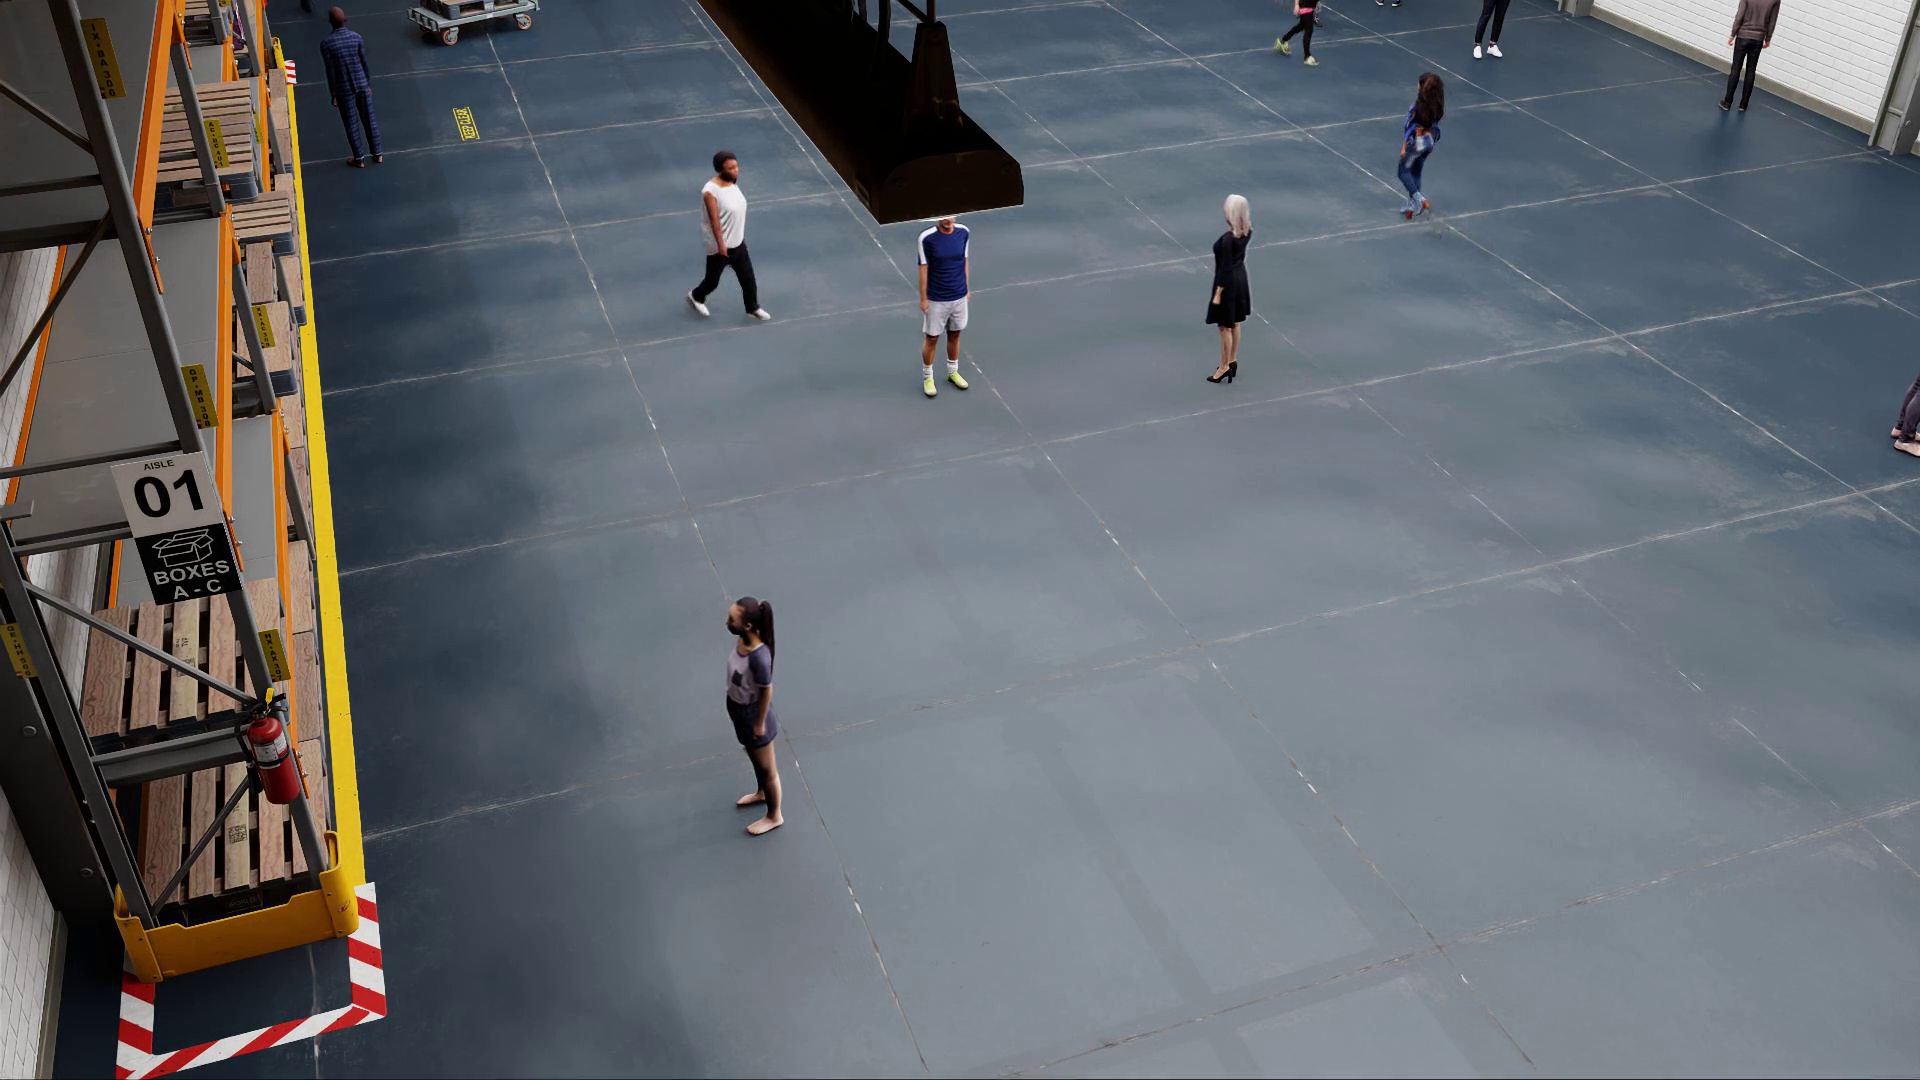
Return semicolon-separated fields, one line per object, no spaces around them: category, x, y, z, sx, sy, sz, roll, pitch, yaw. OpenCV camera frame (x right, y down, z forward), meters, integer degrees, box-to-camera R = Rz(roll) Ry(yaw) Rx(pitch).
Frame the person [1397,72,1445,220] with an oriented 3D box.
person;4.911;-4.152;17.663;0.674;1.611;0.737;-17;37;-23

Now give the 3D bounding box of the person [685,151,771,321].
person;-2.259;-2.844;15.652;1.146;1.660;1.061;17;37;23

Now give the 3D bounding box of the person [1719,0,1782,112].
person;9.809;-6.228;20.644;0.721;1.767;0.712;1;34;2

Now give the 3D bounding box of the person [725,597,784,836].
person;-1.208;1.017;9.852;0.643;1.650;0.443;-11;35;-16

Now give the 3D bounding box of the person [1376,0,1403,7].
person;6.412;-8.791;24.493;0.688;1.776;0.722;11;35;15

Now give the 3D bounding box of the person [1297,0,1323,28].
person;5.073;-8.188;23.637;0.588;1.719;0.532;-10;35;-14

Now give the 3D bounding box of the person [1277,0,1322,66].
person;4.602;-7.205;22.336;1.082;1.523;0.846;27;42;35

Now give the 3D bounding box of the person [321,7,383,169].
person;-6.963;-5.191;19.037;0.742;1.820;0.732;-26;42;-34

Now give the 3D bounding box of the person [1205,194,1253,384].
person;2.359;-2.206;14.613;0.744;1.746;0.703;20;38;27

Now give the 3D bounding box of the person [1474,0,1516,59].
person;7.263;-7.450;22.439;0.771;1.816;0.649;-5;34;-8

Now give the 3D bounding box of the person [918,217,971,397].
person;-0.130;-2.145;14.440;0.658;1.836;0.571;-16;37;-22
